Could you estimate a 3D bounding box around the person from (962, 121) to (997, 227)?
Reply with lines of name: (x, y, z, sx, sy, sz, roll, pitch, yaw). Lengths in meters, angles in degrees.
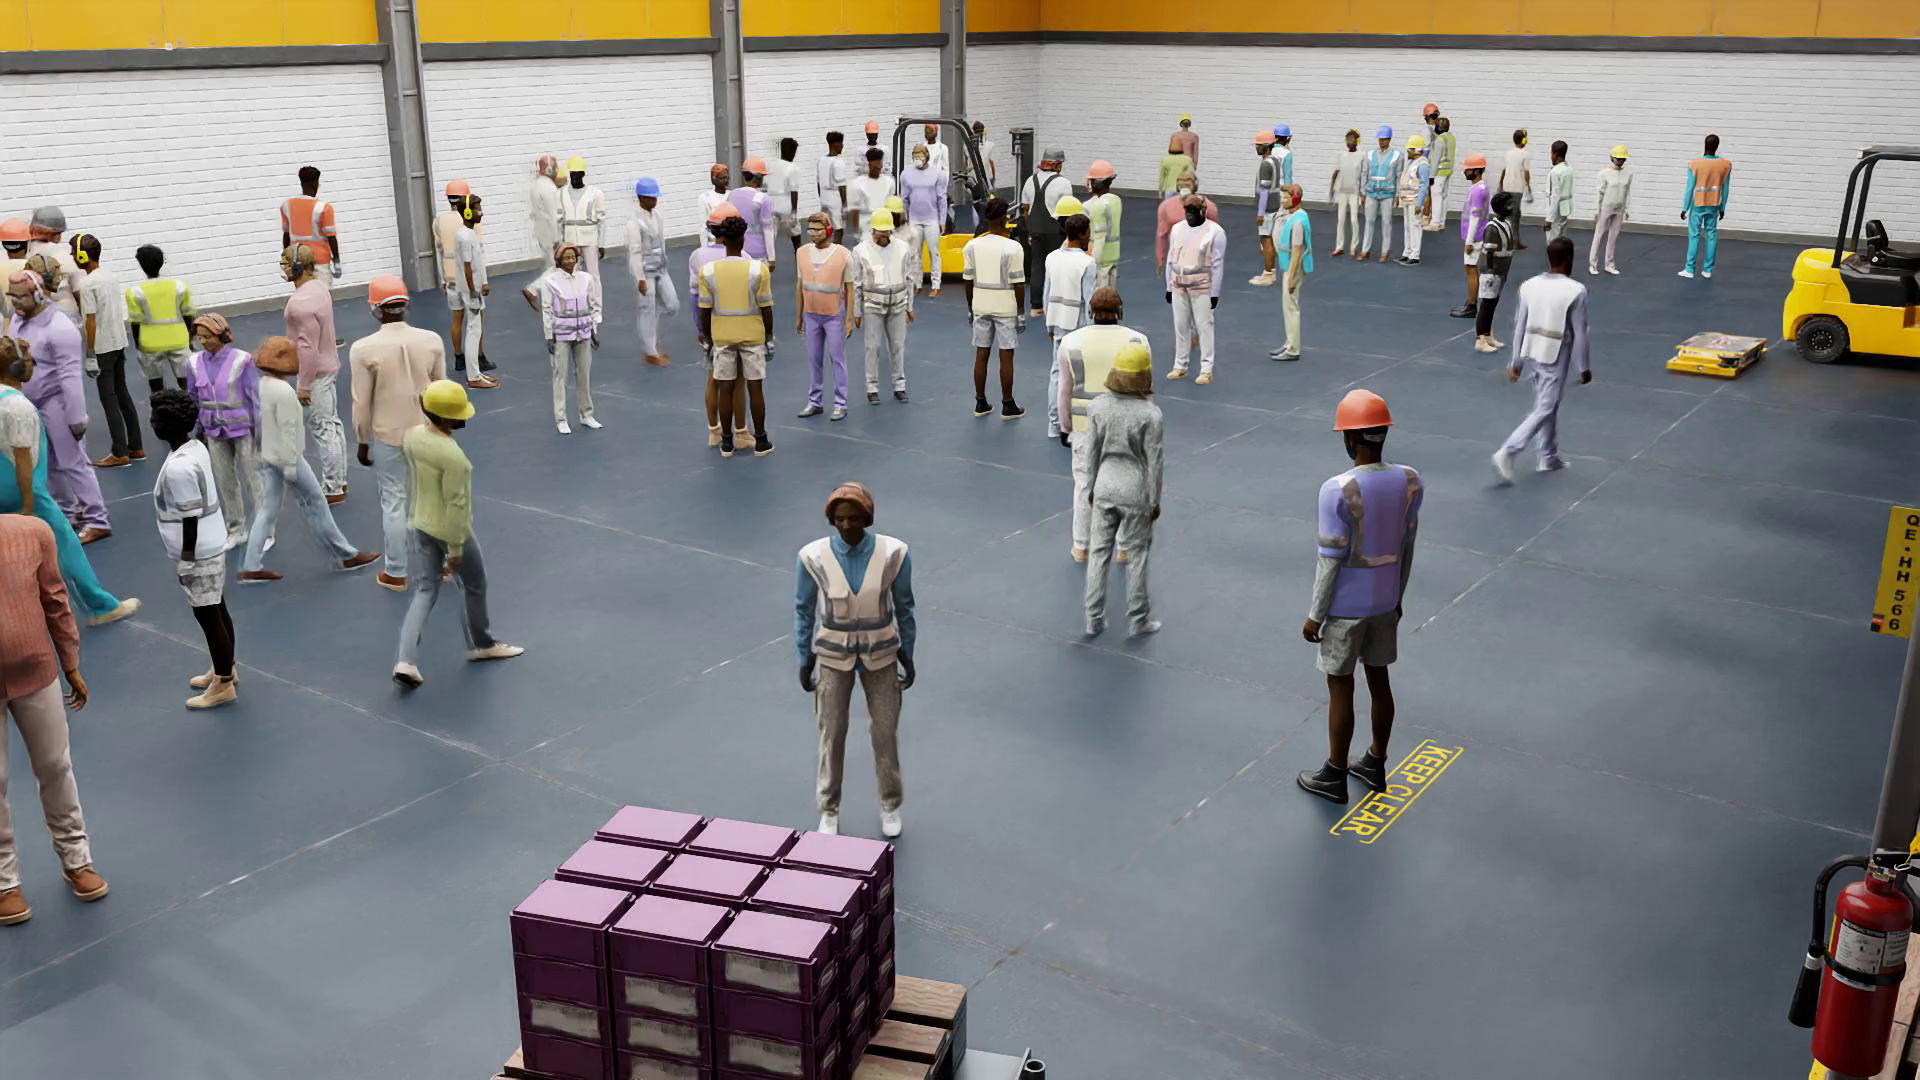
person: (0.299, -5.676, 26.300, 0.565, 1.856, 0.387, 0, 18, 2)

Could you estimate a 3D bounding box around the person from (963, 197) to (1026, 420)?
person: (0.323, -2.053, 14.798, 0.602, 1.966, 0.368, 10, 20, 28)

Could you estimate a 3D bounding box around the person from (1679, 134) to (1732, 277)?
person: (10.142, -4.538, 22.648, 0.591, 1.918, 0.383, 0, 18, 1)

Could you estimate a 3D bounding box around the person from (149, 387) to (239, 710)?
person: (-3.994, 0.043, 8.678, 0.317, 1.696, 0.539, -6, 19, -17)

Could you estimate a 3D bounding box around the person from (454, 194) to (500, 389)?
person: (-4.684, -2.386, 16.018, 0.325, 1.862, 0.511, -5, 18, -16)

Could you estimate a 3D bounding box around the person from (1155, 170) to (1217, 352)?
person: (2.392, -2.955, 17.703, 0.634, 1.921, 0.593, 7, 19, 20)

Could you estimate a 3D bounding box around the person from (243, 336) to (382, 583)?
person: (-4.256, -0.520, 10.619, 0.857, 1.582, 0.509, -15, 23, -39)

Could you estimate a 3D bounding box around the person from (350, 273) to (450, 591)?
person: (-3.497, -0.675, 10.457, 0.617, 1.990, 0.405, -15, 23, -39)

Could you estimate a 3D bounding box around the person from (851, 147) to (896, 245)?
person: (-1.084, -3.861, 20.501, 0.604, 1.948, 0.636, -10, 20, -28)

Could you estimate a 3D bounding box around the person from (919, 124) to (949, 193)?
person: (-0.433, -5.445, 25.543, 0.573, 1.883, 0.359, 13, 22, 35)

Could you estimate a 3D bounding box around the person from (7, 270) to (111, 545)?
person: (-6.178, -0.891, 11.286, 0.641, 1.896, 0.406, 12, 21, 32)

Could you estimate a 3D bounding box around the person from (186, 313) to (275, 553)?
person: (-4.896, -0.715, 11.156, 0.524, 1.631, 0.324, 3, 18, 8)

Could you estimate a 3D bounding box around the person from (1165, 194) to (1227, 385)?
person: (2.269, -2.447, 16.247, 0.623, 1.835, 0.429, 15, 23, 39)

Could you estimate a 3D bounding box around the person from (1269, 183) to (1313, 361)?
person: (3.469, -2.778, 17.282, 0.400, 1.833, 0.575, 3, 18, 9)

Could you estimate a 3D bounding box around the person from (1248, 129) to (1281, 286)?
person: (4.024, -4.392, 22.019, 0.421, 2.035, 0.608, 6, 19, 19)

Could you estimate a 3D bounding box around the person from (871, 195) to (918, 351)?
person: (-0.675, -2.729, 17.301, 0.494, 1.720, 0.688, 0, 18, 0)

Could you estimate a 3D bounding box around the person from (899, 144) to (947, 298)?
person: (-0.469, -4.043, 21.093, 0.636, 1.929, 0.379, 5, 18, 15)

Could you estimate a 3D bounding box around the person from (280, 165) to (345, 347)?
person: (-6.956, -3.029, 17.882, 0.645, 1.953, 0.395, 3, 18, 10)

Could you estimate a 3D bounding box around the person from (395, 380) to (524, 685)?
person: (-2.773, -0.048, 8.961, 0.526, 1.693, 0.795, 12, 22, 34)

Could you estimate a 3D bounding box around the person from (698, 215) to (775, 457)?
person: (-1.803, -1.646, 13.525, 0.603, 1.967, 0.366, 0, 18, 1)

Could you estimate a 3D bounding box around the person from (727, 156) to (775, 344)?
person: (-2.246, -3.153, 18.140, 0.618, 2.028, 0.409, 12, 22, 34)

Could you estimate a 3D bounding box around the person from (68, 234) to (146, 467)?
person: (-6.824, -1.506, 13.270, 0.337, 1.858, 0.523, 0, 18, 1)

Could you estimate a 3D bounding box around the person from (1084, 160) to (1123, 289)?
person: (1.471, -2.943, 17.459, 0.391, 2.040, 0.615, 8, 19, 23)

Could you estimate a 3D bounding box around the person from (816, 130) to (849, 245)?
person: (-1.726, -4.617, 22.819, 0.361, 1.963, 0.612, -13, 22, -36)

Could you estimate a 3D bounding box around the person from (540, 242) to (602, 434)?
person: (-3.361, -1.749, 14.375, 0.513, 1.641, 0.307, -15, 23, -40)

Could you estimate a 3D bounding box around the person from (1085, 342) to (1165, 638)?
person: (0.952, -0.280, 9.628, 0.491, 1.748, 0.344, 11, 21, 30)

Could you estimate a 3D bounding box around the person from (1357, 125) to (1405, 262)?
person: (6.087, -4.999, 24.041, 0.605, 1.948, 0.403, 11, 21, 30)

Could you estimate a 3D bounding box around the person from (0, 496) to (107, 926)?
person: (-3.805, 0.564, 6.591, 0.403, 1.982, 0.626, 17, 24, 42)

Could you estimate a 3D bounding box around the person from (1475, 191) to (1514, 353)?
person: (5.719, -2.863, 17.763, 0.318, 1.700, 0.535, 12, 21, 32)

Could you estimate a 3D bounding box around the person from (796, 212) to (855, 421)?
person: (-1.192, -1.987, 14.788, 0.572, 1.843, 0.371, 8, 19, 24)

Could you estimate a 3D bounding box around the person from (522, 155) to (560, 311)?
person: (-4.951, -3.646, 19.904, 0.594, 1.885, 0.645, -8, 20, -25)

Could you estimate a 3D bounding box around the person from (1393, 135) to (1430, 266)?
person: (6.462, -4.847, 23.756, 0.404, 1.828, 0.603, -1, 18, -2)

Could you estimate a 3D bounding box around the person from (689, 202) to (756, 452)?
person: (-1.925, -1.754, 13.739, 0.609, 2.043, 0.397, 9, 20, 27)
